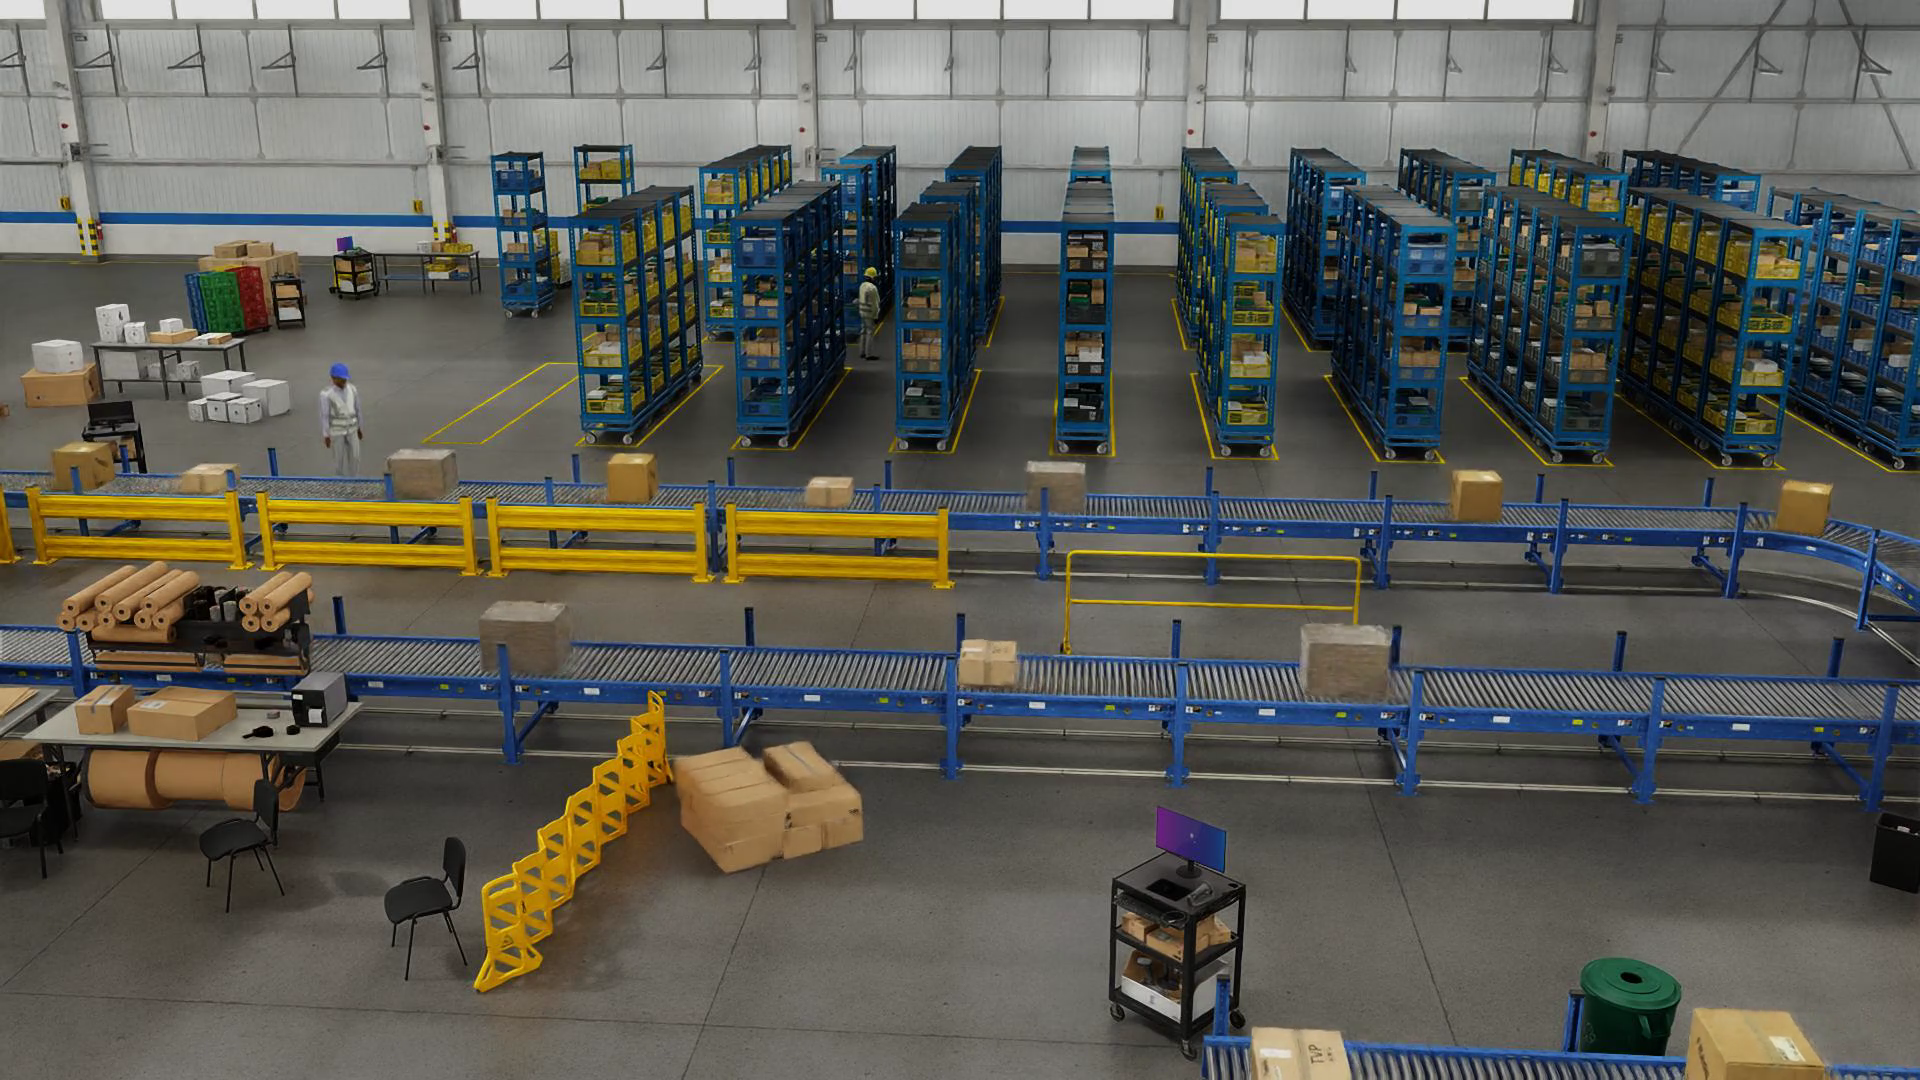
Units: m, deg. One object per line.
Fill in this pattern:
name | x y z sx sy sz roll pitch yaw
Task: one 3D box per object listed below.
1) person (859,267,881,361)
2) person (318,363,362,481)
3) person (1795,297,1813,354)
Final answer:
person | -1.766 -4.448 32.712 0.415 1.821 0.609 -9 20 -27
person | -8.611 -1.519 23.227 0.494 1.938 0.650 12 21 33
person | 15.991 -4.049 31.410 0.502 1.828 0.601 0 17 -1
